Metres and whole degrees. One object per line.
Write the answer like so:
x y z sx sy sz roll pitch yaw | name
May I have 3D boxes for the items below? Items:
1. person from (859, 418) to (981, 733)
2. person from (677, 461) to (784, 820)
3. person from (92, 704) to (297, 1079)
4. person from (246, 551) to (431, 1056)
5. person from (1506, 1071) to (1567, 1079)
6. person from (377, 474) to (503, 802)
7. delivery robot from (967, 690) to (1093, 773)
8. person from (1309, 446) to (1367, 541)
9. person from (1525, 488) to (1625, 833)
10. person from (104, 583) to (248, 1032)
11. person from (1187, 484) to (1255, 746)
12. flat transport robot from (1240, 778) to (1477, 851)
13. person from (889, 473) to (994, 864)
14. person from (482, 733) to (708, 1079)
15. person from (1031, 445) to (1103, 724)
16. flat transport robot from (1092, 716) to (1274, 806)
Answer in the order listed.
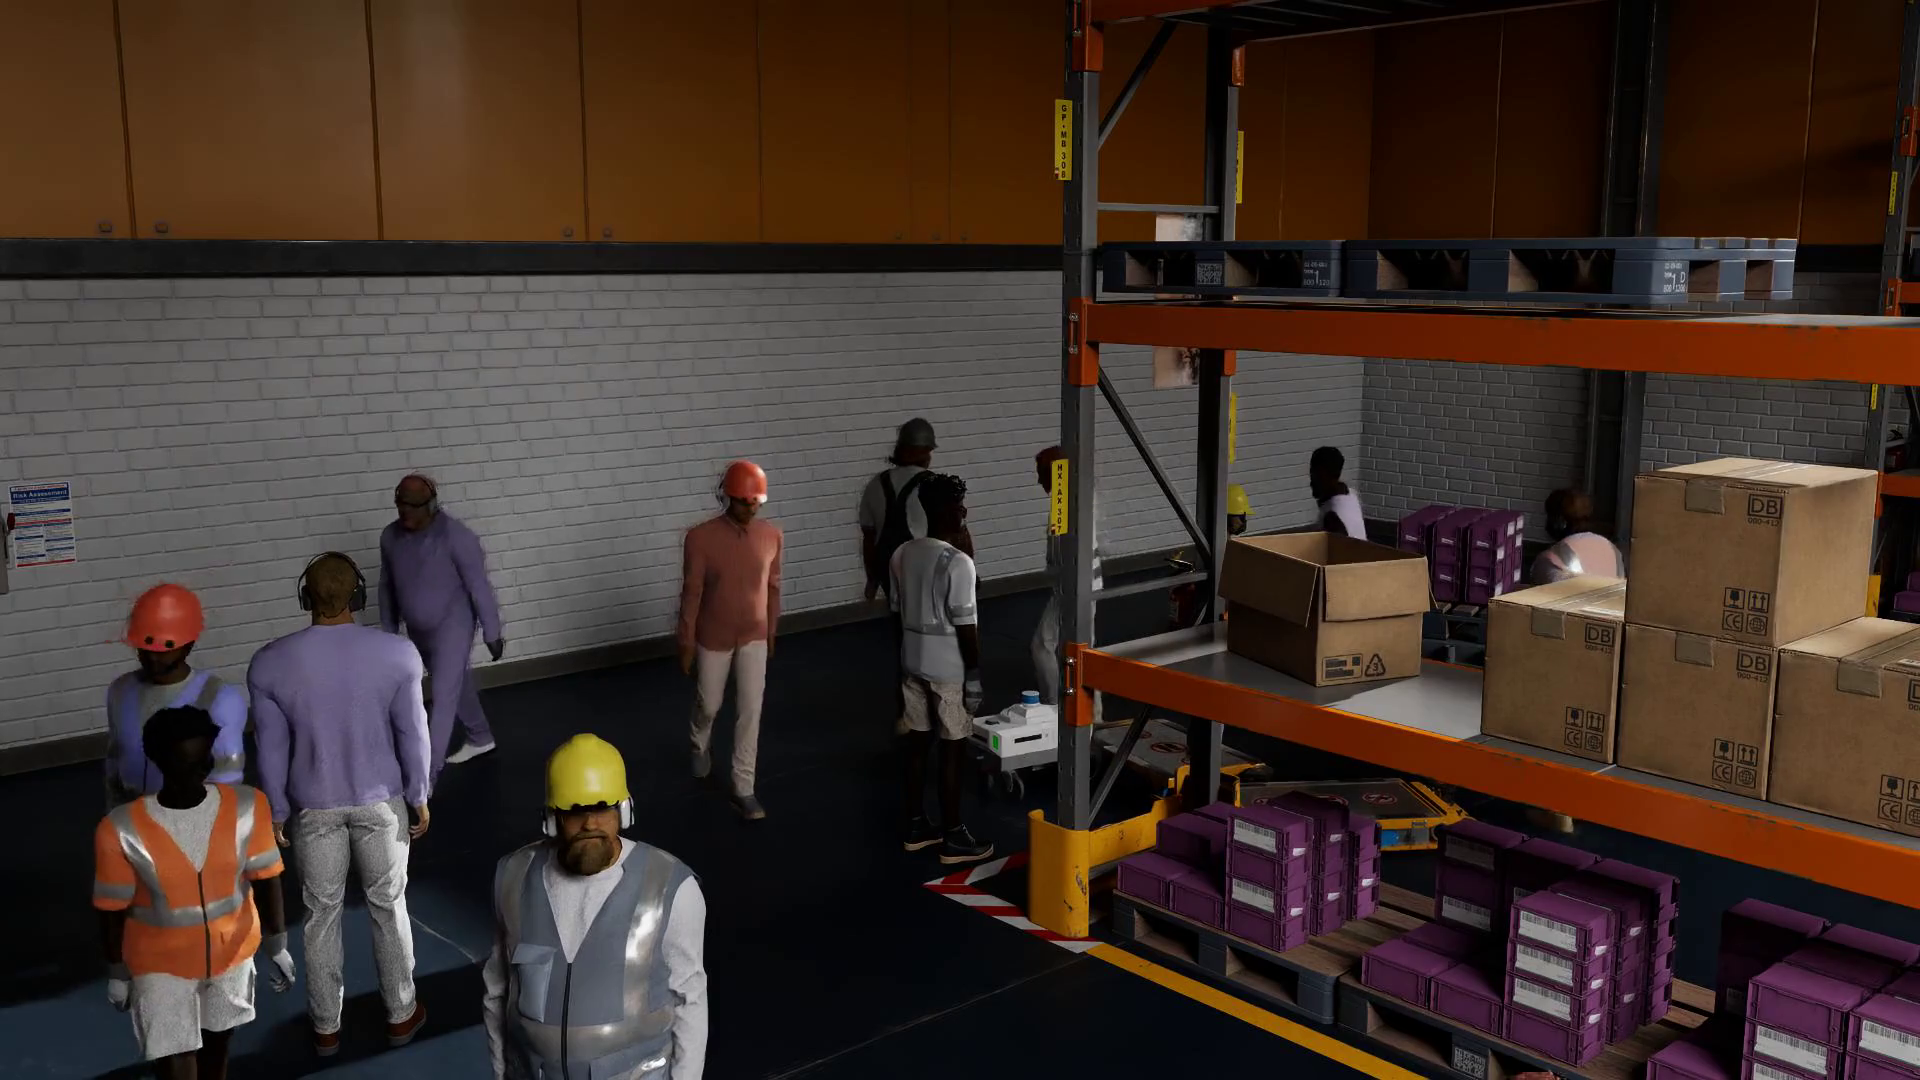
-0.214 0.177 10.844 0.697 2.000 0.958 6 12 33 | person
-1.304 0.500 9.236 0.636 1.949 0.896 -6 11 -30 | person
-2.348 1.334 5.173 0.539 1.662 0.787 -8 13 -41 | person
-2.333 0.999 6.328 0.632 1.940 0.372 -3 10 -16 | person
0.879 1.700 2.435 0.653 1.871 0.930 -3 10 -17 | person
-3.002 0.517 9.495 0.716 1.831 1.063 5 11 26 | person
0.399 1.103 9.489 0.707 0.478 0.477 -6 11 -30 | delivery robot
2.360 0.338 10.391 0.548 1.875 0.634 3 10 19 | person
3.221 0.637 8.793 0.667 1.822 0.436 -7 12 -37 | person
-2.785 1.079 5.997 0.591 1.907 0.624 2 10 14 | person
1.481 0.560 9.403 0.328 1.767 0.532 -2 10 -10 | person
1.964 1.439 8.629 1.431 0.197 0.652 -1 10 -6 | flat transport robot
-0.099 0.637 8.367 0.368 1.966 0.603 -8 13 -40 | person
-0.955 1.393 4.321 0.597 1.836 0.404 1 10 7 | person
0.636 0.331 10.476 0.680 1.851 0.603 4 10 20 | person
1.150 1.271 9.614 0.652 0.197 1.431 -5 11 -26 | flat transport robot
